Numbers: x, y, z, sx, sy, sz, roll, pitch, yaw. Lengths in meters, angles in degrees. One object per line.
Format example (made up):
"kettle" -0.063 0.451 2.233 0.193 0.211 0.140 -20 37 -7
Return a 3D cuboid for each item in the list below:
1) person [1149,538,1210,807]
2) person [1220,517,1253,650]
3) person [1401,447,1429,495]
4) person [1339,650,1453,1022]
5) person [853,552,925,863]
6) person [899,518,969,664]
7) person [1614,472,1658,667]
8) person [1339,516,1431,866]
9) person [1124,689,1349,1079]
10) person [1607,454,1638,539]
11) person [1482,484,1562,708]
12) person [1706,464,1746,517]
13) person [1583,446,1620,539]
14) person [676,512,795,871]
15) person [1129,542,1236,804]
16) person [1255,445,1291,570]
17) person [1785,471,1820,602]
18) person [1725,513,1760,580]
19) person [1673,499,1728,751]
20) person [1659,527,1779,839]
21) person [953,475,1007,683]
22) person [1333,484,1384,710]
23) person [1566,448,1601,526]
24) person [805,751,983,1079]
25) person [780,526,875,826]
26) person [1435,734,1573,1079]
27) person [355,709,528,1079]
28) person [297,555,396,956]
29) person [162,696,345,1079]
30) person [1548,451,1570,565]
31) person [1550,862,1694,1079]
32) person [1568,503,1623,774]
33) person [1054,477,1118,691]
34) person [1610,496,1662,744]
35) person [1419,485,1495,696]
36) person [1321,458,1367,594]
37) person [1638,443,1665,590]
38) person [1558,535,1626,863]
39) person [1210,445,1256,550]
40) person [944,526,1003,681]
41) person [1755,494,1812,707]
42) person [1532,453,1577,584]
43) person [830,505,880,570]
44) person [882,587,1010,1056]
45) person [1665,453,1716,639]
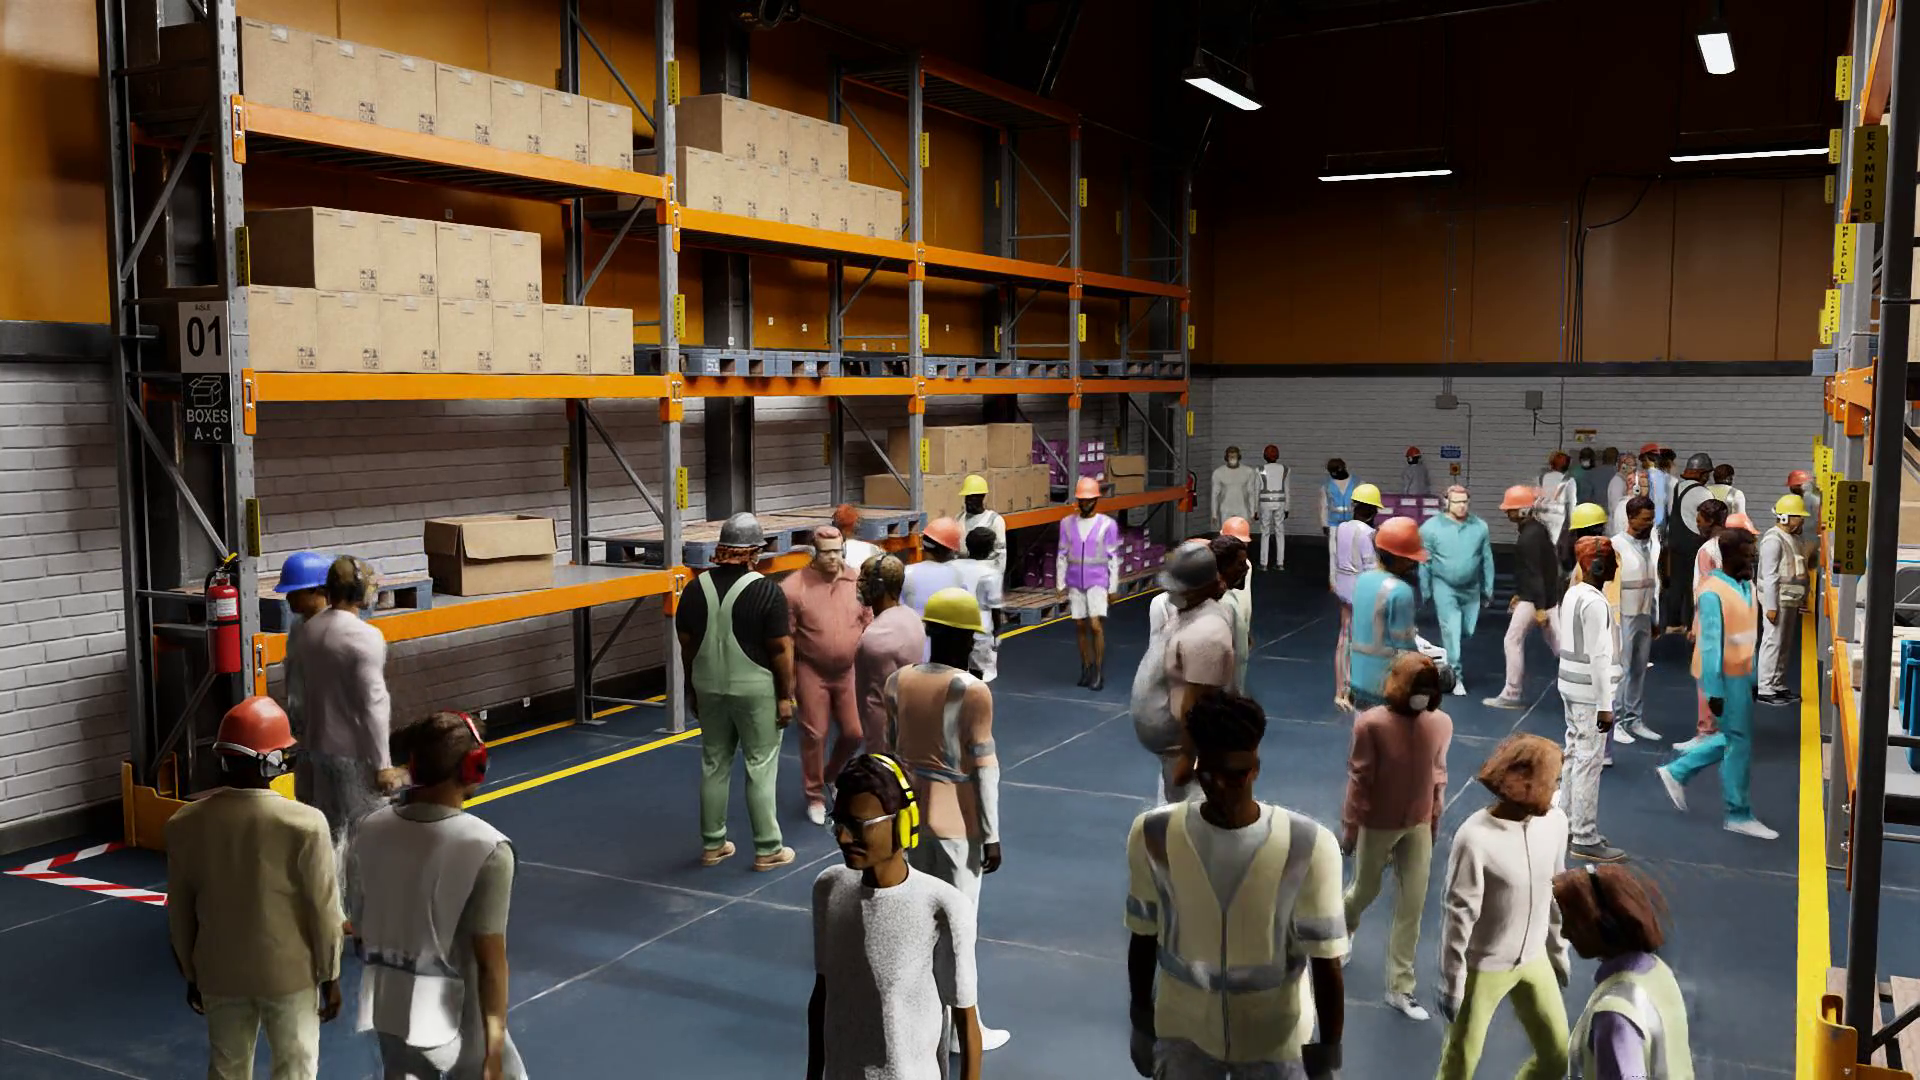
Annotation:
"person" 1.349 0.929 9.519 0.576 1.884 0.354 -2 6 -23
"person" 2.089 0.690 12.788 0.339 1.748 0.563 5 7 41
"person" 7.378 -0.642 27.115 0.559 1.752 0.326 -3 6 -33
"person" 1.918 1.260 7.476 0.520 1.600 0.741 -1 5 -13
"person" -0.358 1.023 8.211 0.371 1.940 0.627 1 5 14
"person" -0.258 0.798 10.985 0.630 1.879 0.393 -2 6 -18
"person" 6.636 0.283 16.340 0.408 1.909 0.638 1 5 13
"person" 2.421 0.863 9.575 0.464 2.018 0.720 -1 5 -12
"person" 0.724 1.370 4.485 0.623 1.922 0.926 1 5 14
"person" 8.268 -0.122 20.707 0.402 1.905 0.652 3 6 27
"person" 4.961 0.494 14.006 0.943 1.938 0.634 3 6 31
"person" 8.864 0.036 19.339 0.429 1.846 0.627 -3 6 -33
"person" 8.924 -0.318 22.751 0.741 1.913 0.644 -5 7 -42
"person" -1.239 0.851 9.524 0.687 2.000 0.537 2 6 22
"person" 1.126 0.953 8.419 0.539 2.000 0.772 1 5 6
"person" 4.625 -0.476 24.698 0.569 1.878 0.351 -1 5 -6
"person" 10.557 -0.022 20.824 0.764 1.693 0.586 -1 5 -12
"person" 6.048 0.666 13.007 0.319 1.755 0.571 4 7 38
"person" 5.666 0.645 12.483 0.415 1.907 0.595 5 7 44
"person" 4.723 0.853 10.287 0.744 1.894 0.608 5 7 45
"person" 0.160 0.359 15.414 0.589 1.927 0.388 5 7 41
"person" 3.397 0.485 14.122 0.382 1.917 0.585 -2 6 -16
"person" 9.022 -0.389 23.862 0.649 1.866 0.978 4 7 39
"person" -0.191 1.440 4.095 0.538 1.869 0.313 4 6 34
"person" -0.826 0.843 10.443 0.704 1.885 0.447 -2 6 -24
"person" 1.814 1.431 5.559 0.567 1.619 0.401 -3 6 -26
"person" -1.459 1.395 4.854 0.569 1.815 0.624 2 6 23
"person" -2.963 1.038 8.099 0.643 1.932 0.407 4 7 39
"person" -2.256 1.377 5.385 0.560 1.752 0.326 0 5 4
"person" 9.069 -0.474 25.289 0.523 1.760 0.324 -3 6 -25
"person" 1.597 1.575 4.072 0.851 1.584 0.520 4 7 36
"person" 4.485 0.697 11.830 0.381 1.919 0.584 5 7 41
"person" 1.129 0.396 15.011 0.544 1.918 0.647 2 6 22
"person" 5.179 0.608 12.856 0.597 1.909 0.405 -3 6 -32
"person" 4.464 0.423 15.028 0.683 1.875 0.845 0 5 -3
"person" 5.113 -0.173 21.911 0.725 1.798 0.441 2 6 18
"person" 8.932 -0.251 21.609 0.451 2.003 0.650 5 7 41
"person" 3.676 0.913 9.688 0.355 1.884 0.575 0 5 5
"person" 3.815 -0.366 23.245 0.651 1.920 0.440 0 5 4
"person" 0.064 0.722 12.877 0.570 1.671 0.423 3 6 29
"person" 7.083 0.515 14.310 0.403 1.824 0.596 5 7 44
"person" 8.083 -0.266 22.640 1.038 1.825 0.602 -4 7 -36
"person" -0.901 0.631 13.027 0.577 1.819 1.055 -3 6 -27
"person" -0.056 1.155 6.906 0.584 1.918 0.381 5 7 42
"person" 8.025 0.050 18.135 0.536 2.000 0.684 -1 5 -9
